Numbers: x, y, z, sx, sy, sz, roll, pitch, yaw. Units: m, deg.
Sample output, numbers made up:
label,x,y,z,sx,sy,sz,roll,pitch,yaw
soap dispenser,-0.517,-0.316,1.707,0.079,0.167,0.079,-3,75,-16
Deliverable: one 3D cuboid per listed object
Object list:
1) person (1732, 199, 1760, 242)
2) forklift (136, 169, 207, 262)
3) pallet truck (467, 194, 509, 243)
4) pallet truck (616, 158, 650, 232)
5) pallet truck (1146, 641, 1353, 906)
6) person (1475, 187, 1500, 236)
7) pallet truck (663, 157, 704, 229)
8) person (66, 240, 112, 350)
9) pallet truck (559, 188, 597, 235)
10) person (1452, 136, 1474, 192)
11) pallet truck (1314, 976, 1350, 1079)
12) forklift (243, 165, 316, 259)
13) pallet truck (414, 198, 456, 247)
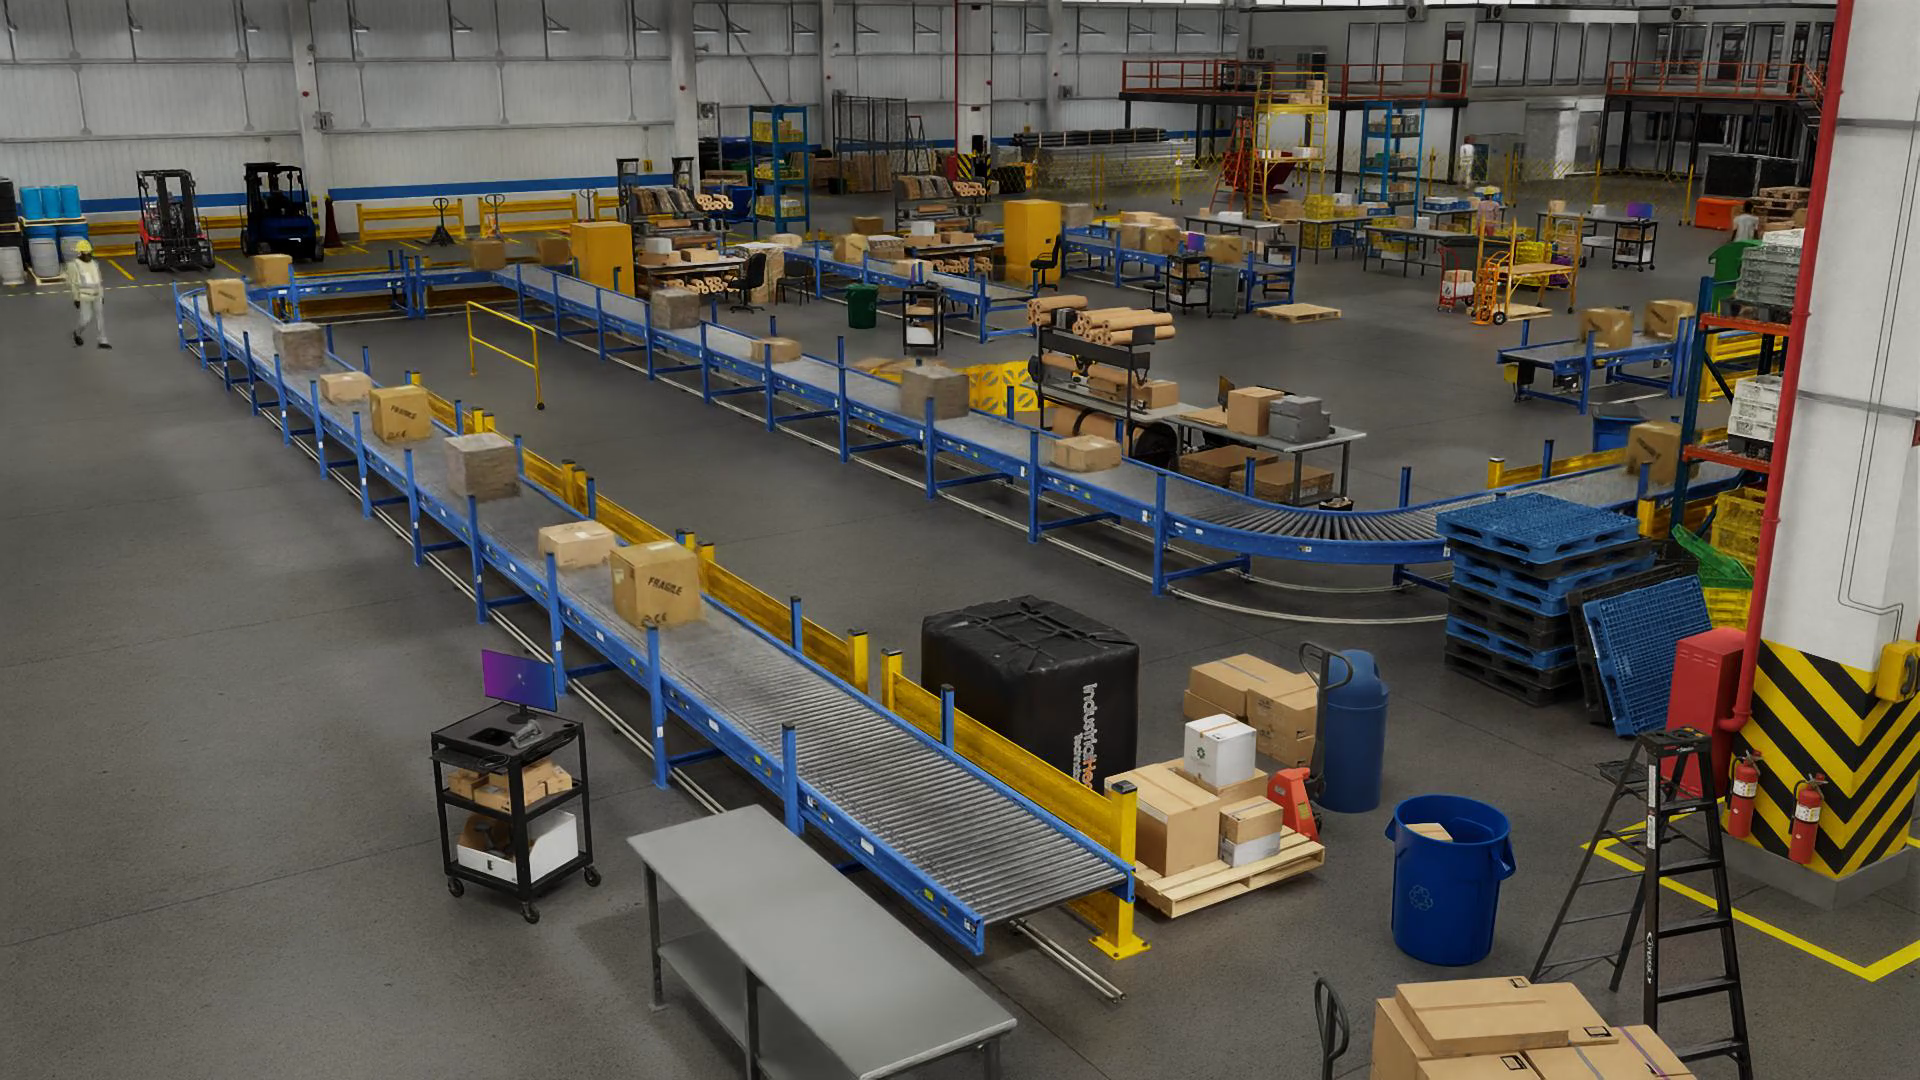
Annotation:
label,x,y,z,sx,sy,sz,roll,pitch,yaw
person,16.051,-6.037,34.067,0.759,1.852,0.525,-13,21,-36
forklift,-17.842,-7.318,37.559,1.157,1.987,2.680,-10,20,-31
pallet truck,-11.983,-8.177,42.137,0.704,1.261,1.522,-11,20,-33
pallet truck,-8.918,-9.176,44.255,0.823,1.965,1.885,-9,19,-27
pallet truck,1.664,1.407,10.232,1.630,1.274,0.653,-10,20,-31
person,11.999,-7.153,37.918,0.524,1.769,0.314,14,21,38
pallet truck,-7.586,-9.308,44.692,0.823,1.965,1.885,-11,20,-33
person,-14.420,-4.045,27.479,0.588,1.819,0.607,7,18,23
pallet truck,-10.010,-8.652,43.699,0.653,1.274,1.630,-10,20,-31
person,17.067,-12.751,56.382,0.614,1.853,0.825,-6,18,-20
pallet truck,2.299,2.390,7.086,1.601,1.201,0.680,-2,17,-7
forklift,-15.898,-7.669,38.708,1.157,1.987,2.680,-11,20,-33
pallet truck,-13.250,-8.060,41.856,0.680,1.201,1.601,-10,20,-31
